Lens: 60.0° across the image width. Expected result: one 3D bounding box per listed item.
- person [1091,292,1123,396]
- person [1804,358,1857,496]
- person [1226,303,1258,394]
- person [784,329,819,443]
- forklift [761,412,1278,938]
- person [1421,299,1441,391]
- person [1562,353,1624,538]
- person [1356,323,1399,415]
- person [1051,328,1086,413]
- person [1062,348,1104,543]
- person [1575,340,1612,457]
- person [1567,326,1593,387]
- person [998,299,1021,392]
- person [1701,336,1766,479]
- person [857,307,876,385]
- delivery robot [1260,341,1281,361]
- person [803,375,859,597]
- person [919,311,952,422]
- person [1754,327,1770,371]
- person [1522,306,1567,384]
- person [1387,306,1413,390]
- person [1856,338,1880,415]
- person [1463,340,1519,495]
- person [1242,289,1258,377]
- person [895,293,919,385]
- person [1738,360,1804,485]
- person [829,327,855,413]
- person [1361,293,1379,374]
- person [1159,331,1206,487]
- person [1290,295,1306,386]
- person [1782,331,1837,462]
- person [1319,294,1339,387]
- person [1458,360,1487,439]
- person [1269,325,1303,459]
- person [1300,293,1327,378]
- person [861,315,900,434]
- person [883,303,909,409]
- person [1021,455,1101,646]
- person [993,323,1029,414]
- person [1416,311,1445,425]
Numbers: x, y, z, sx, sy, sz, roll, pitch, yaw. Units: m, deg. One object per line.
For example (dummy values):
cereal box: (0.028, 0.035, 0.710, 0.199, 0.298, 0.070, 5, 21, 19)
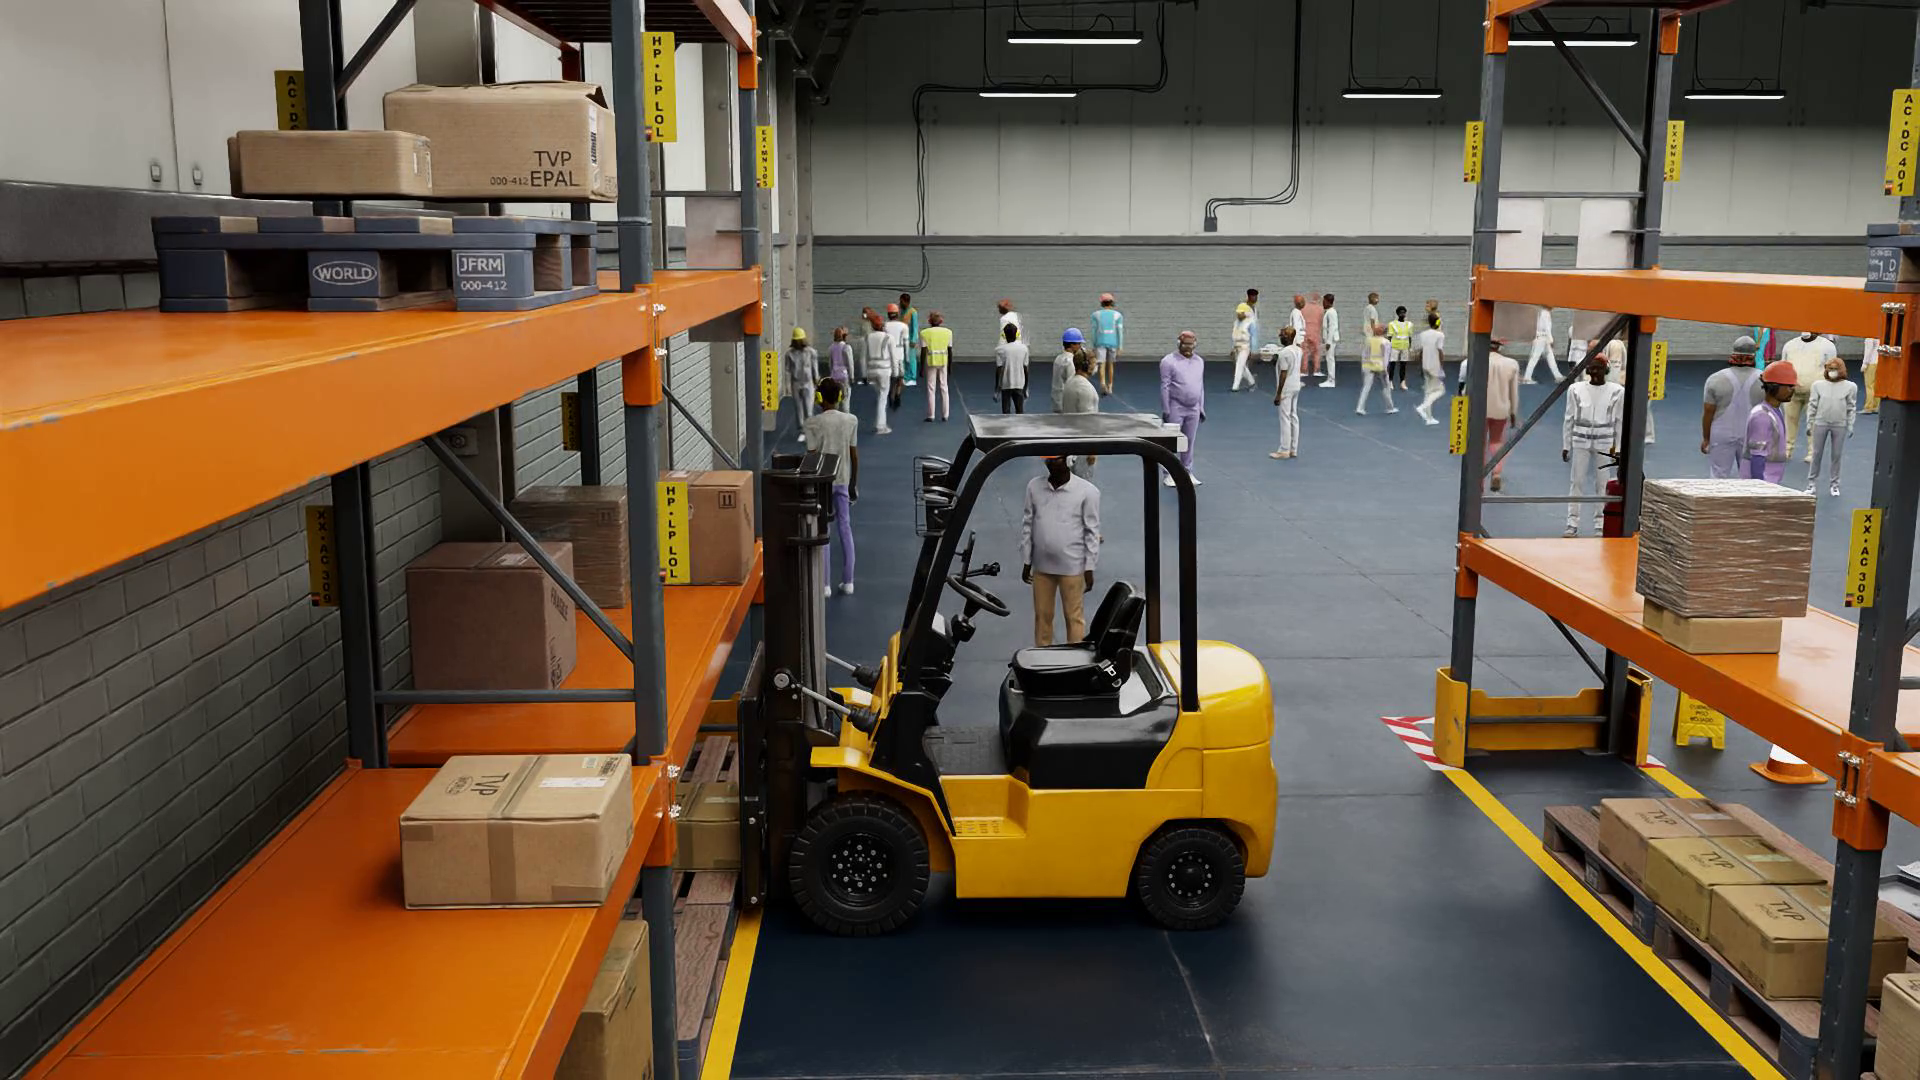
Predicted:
person: (2.869, -3.805, 32.364, 0.614, 2.011, 0.891, 0, 10, -3)
person: (10.269, -1.333, 19.623, 0.507, 1.631, 0.276, 5, 12, 28)
person: (5.616, -3.797, 32.885, 0.859, 1.799, 0.598, -6, 12, -29)
person: (-2.369, -2.275, 24.677, 0.490, 1.697, 0.863, 1, 10, 6)
forklift: (0.291, 0.548, 7.580, 2.313, 2.155, 1.214, 0, 10, -2)
person: (9.505, -3.920, 33.465, 0.334, 1.840, 0.503, 2, 10, 11)
person: (6.358, -0.938, 16.727, 0.582, 1.882, 0.351, 5, 11, 24)
person: (7.210, -2.949, 28.747, 0.884, 1.589, 0.532, -7, 12, -33)
person: (1.331, -1.630, 20.435, 0.426, 1.939, 0.608, -3, 11, -15)
person: (1.213, -0.941, 16.585, 0.373, 1.940, 0.627, -3, 11, -16)
person: (8.828, -1.977, 23.224, 0.319, 1.631, 0.535, -9, 14, -42)
person: (10.452, -2.976, 27.985, 0.370, 1.915, 0.597, -4, 11, -22)
person: (1.022, -3.860, 33.124, 0.353, 1.856, 0.744, 7, 12, 34)
person: (7.942, -1.069, 17.017, 0.688, 2.000, 0.535, 4, 11, 20)
person: (-1.934, -4.078, 34.913, 0.499, 1.633, 0.289, 8, 13, 38)
delivery robot: (7.584, -4.603, 40.579, 0.477, 0.478, 0.707, 5, 12, 28)
person: (-1.096, -0.454, 14.059, 0.512, 1.874, 0.328, -6, 12, -30)
person: (-0.393, -2.875, 27.618, 0.569, 1.843, 0.373, -4, 11, -19)
person: (16.609, -4.109, 34.534, 0.355, 1.836, 0.513, 6, 12, 29)
person: (12.319, -4.167, 34.848, 0.986, 1.831, 0.598, 4, 11, 22)
person: (8.883, -3.876, 33.611, 0.535, 1.697, 0.318, -1, 10, -8)
person: (15.817, -3.055, 28.847, 0.529, 1.768, 0.312, -7, 12, -33)
person: (6.239, -1.499, 19.627, 0.666, 1.962, 0.460, 0, 10, 3)
person: (6.424, -4.601, 36.942, 0.384, 1.953, 0.611, 7, 12, 33)
person: (-1.081, -4.184, 34.726, 0.398, 1.913, 0.590, -6, 12, -32)
person: (6.600, -0.449, 13.603, 0.419, 2.033, 0.605, 7, 12, 34)
person: (-1.882, -2.564, 26.461, 0.512, 1.641, 0.307, 9, 13, 40)
person: (9.283, -4.668, 37.621, 0.351, 1.842, 0.507, -1, 10, -4)
person: (2.744, -1.602, 20.378, 0.636, 1.902, 0.406, -5, 12, -28)
person: (7.001, -4.128, 34.501, 0.355, 1.882, 0.576, 2, 10, 9)
person: (11.479, -2.076, 22.622, 0.683, 2.000, 0.535, 9, 14, 42)
person: (7.637, -4.114, 34.324, 0.372, 1.915, 0.597, 2, 10, 12)
person: (7.253, -2.006, 23.314, 0.565, 1.655, 0.853, 3, 11, 17)
person: (4.505, -2.033, 22.932, 0.345, 1.846, 0.507, 8, 13, 39)
person: (7.812, -4.518, 36.739, 0.737, 1.866, 0.424, 6, 12, 32)
person: (-1.198, -2.598, 26.071, 0.562, 1.854, 0.642, 7, 12, 33)
person: (-1.181, -3.257, 29.574, 0.543, 1.914, 0.623, 0, 10, -1)
person: (0.649, 0.145, 11.050, 0.561, 1.752, 0.327, 6, 12, 29)
person: (0.708, -2.097, 23.238, 0.521, 1.865, 0.335, -3, 11, -14)
person: (7.680, -2.790, 27.113, 0.473, 1.857, 0.549, -5, 11, -27)
